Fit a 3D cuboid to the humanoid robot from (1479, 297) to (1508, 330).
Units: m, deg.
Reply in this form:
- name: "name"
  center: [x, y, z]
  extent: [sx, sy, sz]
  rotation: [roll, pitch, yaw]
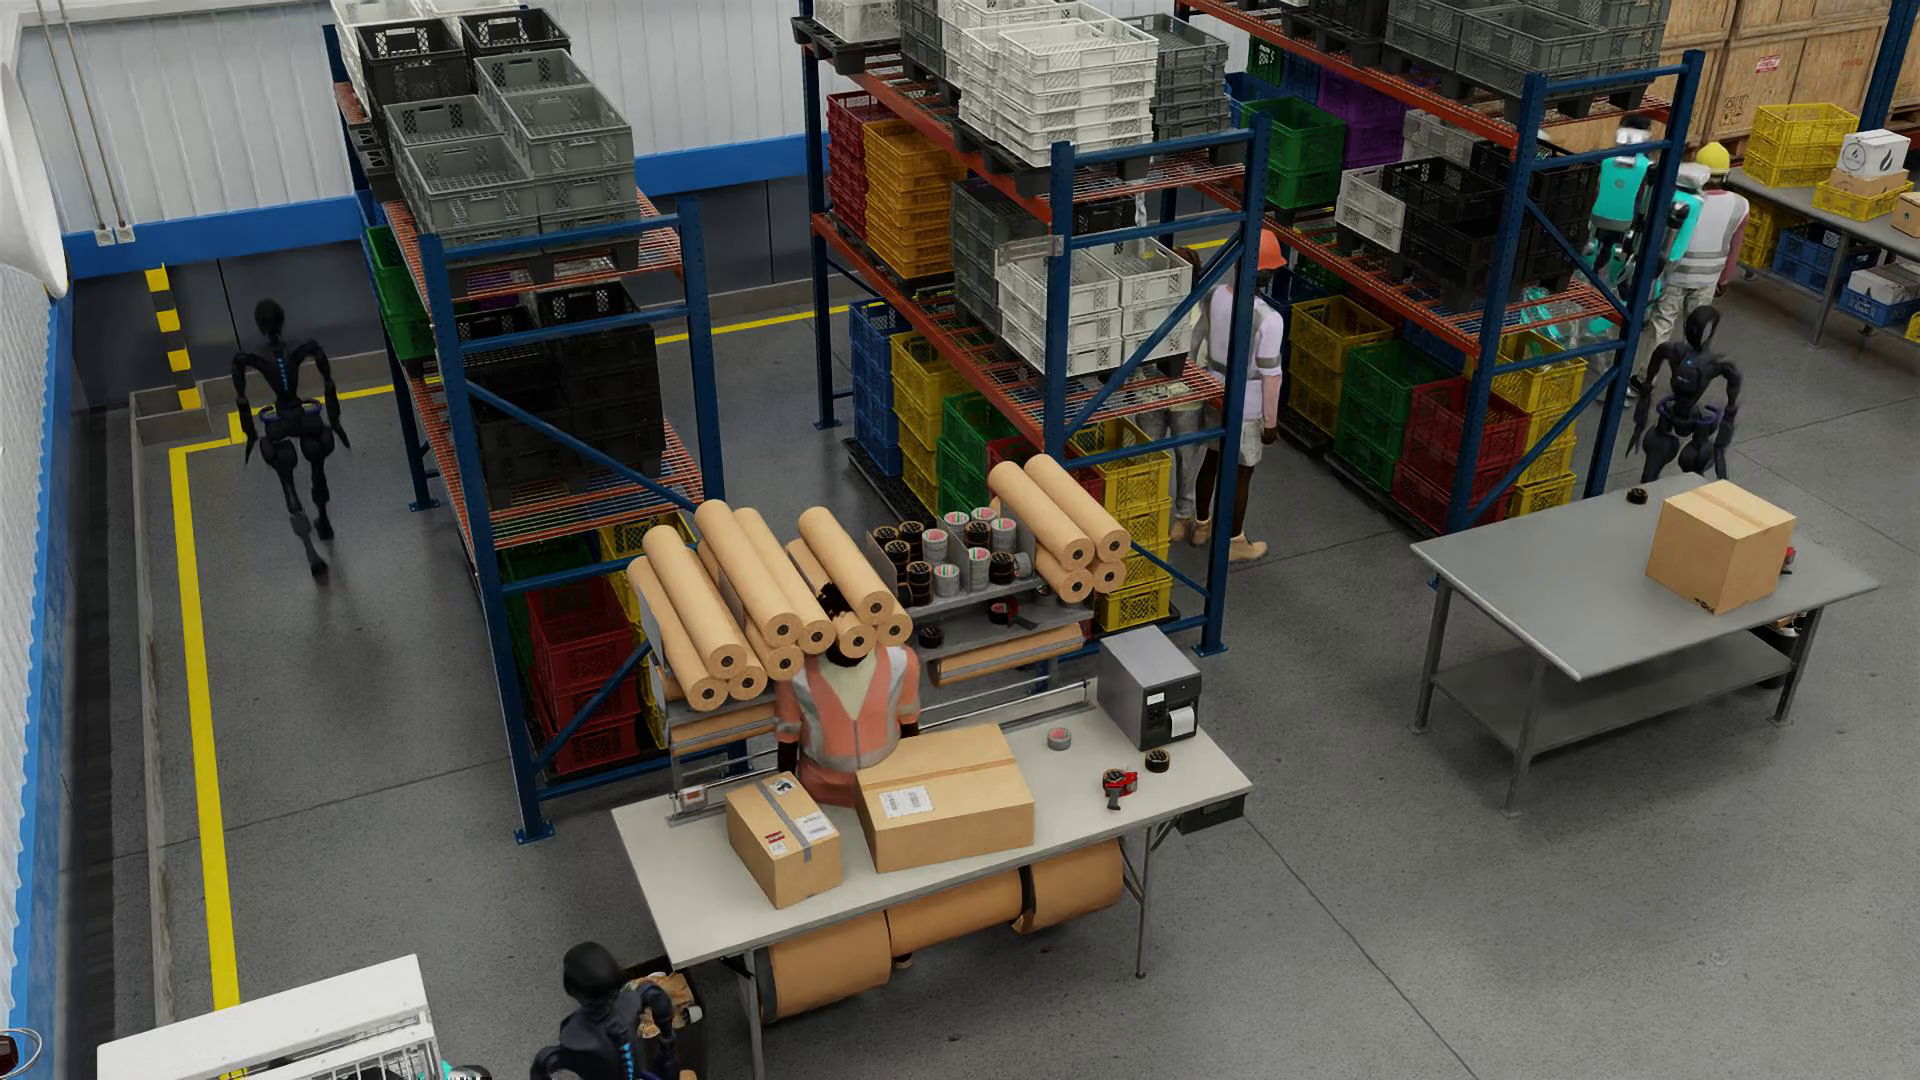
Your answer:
- name: "humanoid robot"
  center: [3.871, -2.000, 11.880]
  extent: [0.611, 1.654, 0.307]
  rotation: [-17, 35, -25]

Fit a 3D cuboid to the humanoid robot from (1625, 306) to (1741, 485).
- name: "humanoid robot"
  center: [4.226, -0.609, 9.685]
  extent: [0.600, 1.622, 0.855]
  rotation: [26, 40, 35]

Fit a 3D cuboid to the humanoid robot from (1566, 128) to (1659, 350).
- name: "humanoid robot"
  center: [4.712, -2.172, 12.069]
  extent: [0.537, 1.767, 0.739]
  rotation: [15, 34, 22]

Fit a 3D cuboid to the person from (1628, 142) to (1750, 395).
- name: "person"
  center: [5.016, -1.837, 11.460]
  extent: [0.589, 1.834, 0.404]
  rotation: [2, 32, 4]

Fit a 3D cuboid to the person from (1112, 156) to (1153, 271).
- name: "person"
  center: [1.359, -2.982, 13.273]
  extent: [0.337, 1.881, 0.583]
  rotation: [11, 33, 17]

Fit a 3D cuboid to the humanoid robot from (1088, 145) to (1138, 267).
- name: "humanoid robot"
  center: [0.987, -2.114, 12.085]
  extent: [0.607, 1.626, 0.523]
  rotation: [20, 37, 30]

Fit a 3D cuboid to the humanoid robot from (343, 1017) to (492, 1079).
- name: "humanoid robot"
  center: [-1.644, 2.300, 4.879]
  extent: [0.568, 1.811, 0.855]
  rotation: [0, 32, 1]

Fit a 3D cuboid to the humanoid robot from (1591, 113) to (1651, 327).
- name: "humanoid robot"
  center: [5.045, -2.425, 12.636]
  extent: [0.784, 1.645, 0.594]
  rotation: [25, 39, 34]

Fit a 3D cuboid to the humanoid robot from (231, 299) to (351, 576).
- name: "humanoid robot"
  center: [-3.860, -0.608, 9.664]
  extent: [0.586, 1.655, 0.737]
  rotation: [-16, 35, -24]

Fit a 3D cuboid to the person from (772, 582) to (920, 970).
- name: "person"
  center: [-0.443, 0.979, 6.772]
  extent: [0.603, 1.957, 0.369]
  rotation: [-8, 33, -13]

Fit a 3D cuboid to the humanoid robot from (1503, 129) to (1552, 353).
- name: "humanoid robot"
  center: [3.995, -1.947, 11.808]
  extent: [0.550, 1.866, 0.707]
  rotation: [-14, 34, -22]

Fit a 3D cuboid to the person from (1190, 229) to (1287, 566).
- name: "person"
  center: [1.624, -0.820, 9.612]
  extent: [0.389, 2.040, 0.613]
  rotation: [-21, 37, -30]

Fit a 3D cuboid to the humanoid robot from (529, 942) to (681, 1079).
- name: "humanoid robot"
  center: [-1.143, 1.945, 5.457]
  extent: [0.348, 1.648, 0.609]
  rotation: [25, 39, 34]

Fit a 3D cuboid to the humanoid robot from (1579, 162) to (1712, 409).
- name: "humanoid robot"
  center: [4.593, -1.764, 11.382]
  extent: [0.709, 1.739, 0.544]
  rotation: [20, 37, 29]

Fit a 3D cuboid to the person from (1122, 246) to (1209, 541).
- name: "person"
  center: [1.252, -0.865, 9.875]
  extent: [0.621, 1.845, 0.430]
  rotation: [18, 36, 27]

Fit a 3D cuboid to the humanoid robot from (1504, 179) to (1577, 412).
- name: "humanoid robot"
  center: [3.892, -1.599, 11.123]
  extent: [0.532, 1.728, 0.769]
  rotation: [-18, 36, -26]
